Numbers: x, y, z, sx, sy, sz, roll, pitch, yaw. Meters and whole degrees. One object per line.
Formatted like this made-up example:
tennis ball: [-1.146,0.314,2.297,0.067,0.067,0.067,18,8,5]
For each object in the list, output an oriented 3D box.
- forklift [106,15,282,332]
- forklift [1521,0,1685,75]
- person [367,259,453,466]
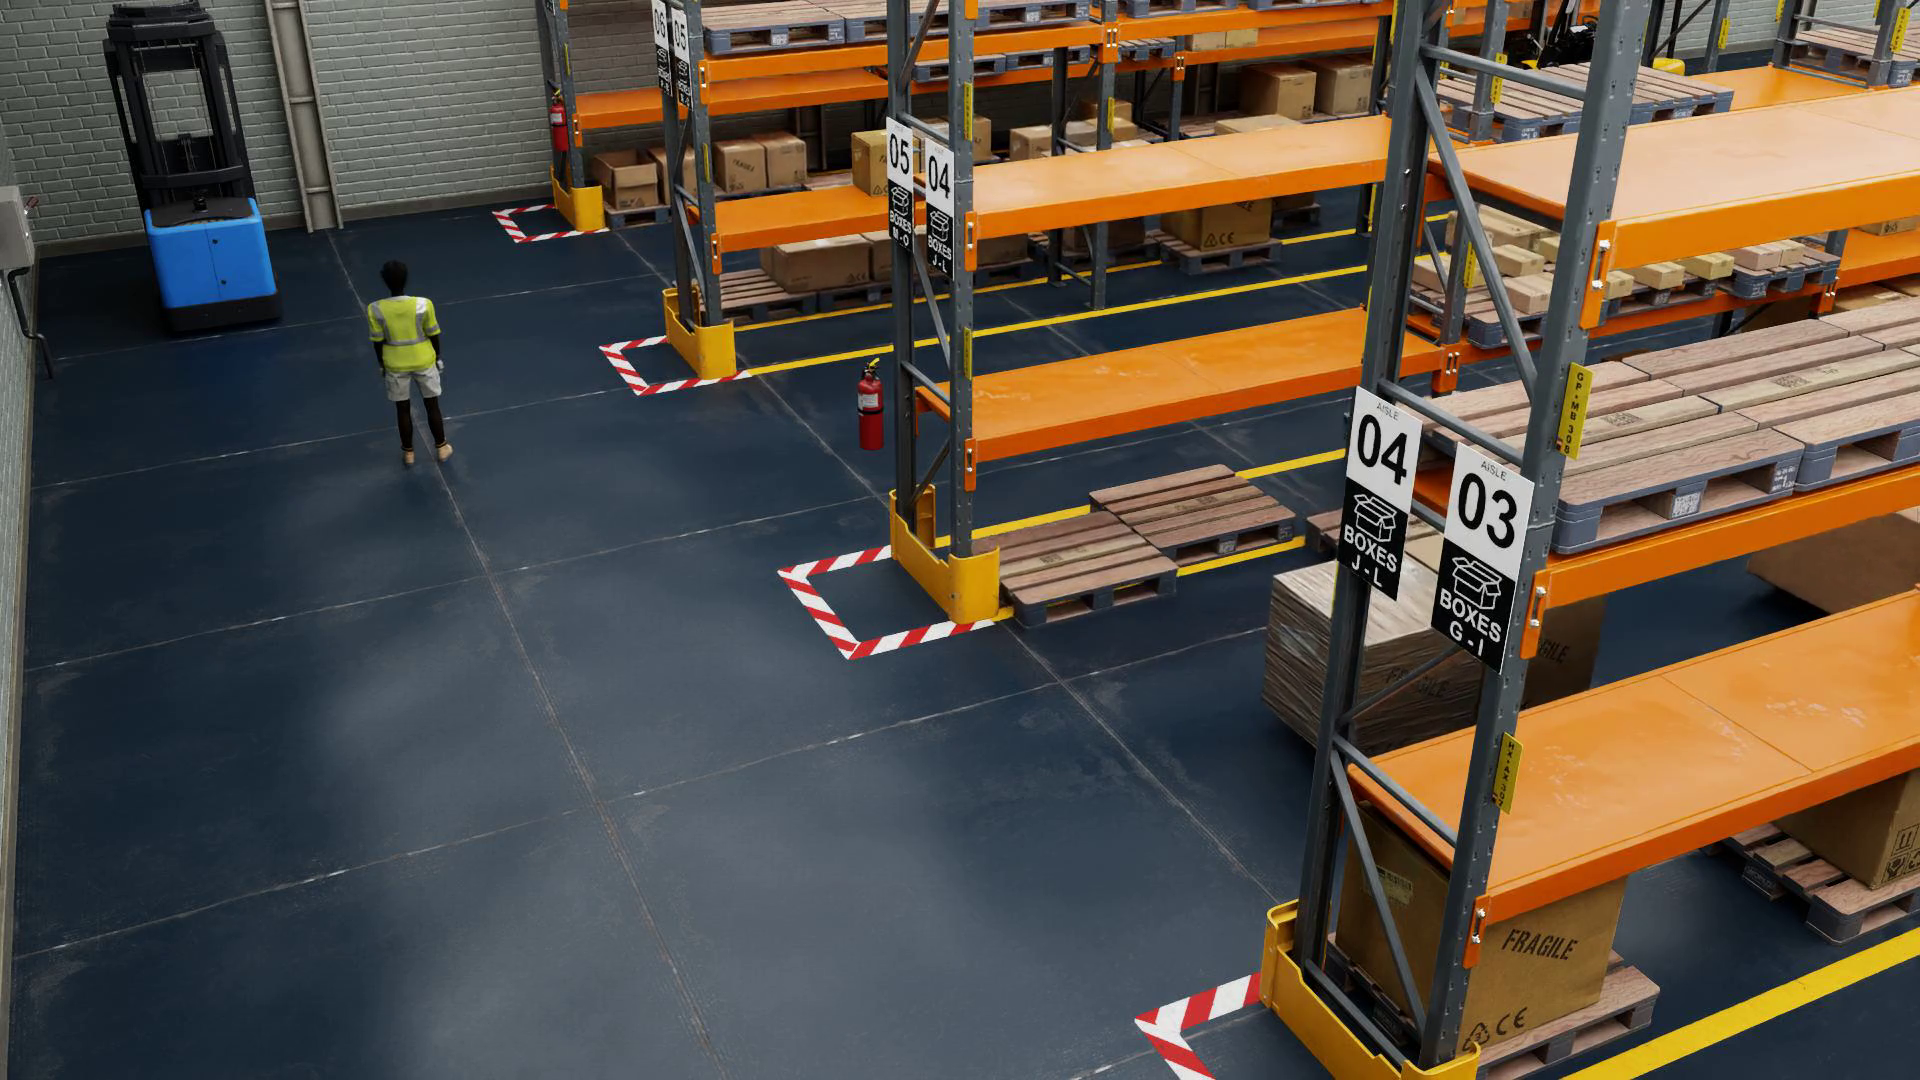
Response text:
forklift: [-7.548,-3.672,16.323,1.129,2.768,1.873,-12,30,-22]
forklift: [8.950,-6.807,23.056,1.214,2.155,2.313,-12,30,-22]
person: [-4.375,-1.405,13.240,0.539,1.696,0.315,-7,28,-13]
